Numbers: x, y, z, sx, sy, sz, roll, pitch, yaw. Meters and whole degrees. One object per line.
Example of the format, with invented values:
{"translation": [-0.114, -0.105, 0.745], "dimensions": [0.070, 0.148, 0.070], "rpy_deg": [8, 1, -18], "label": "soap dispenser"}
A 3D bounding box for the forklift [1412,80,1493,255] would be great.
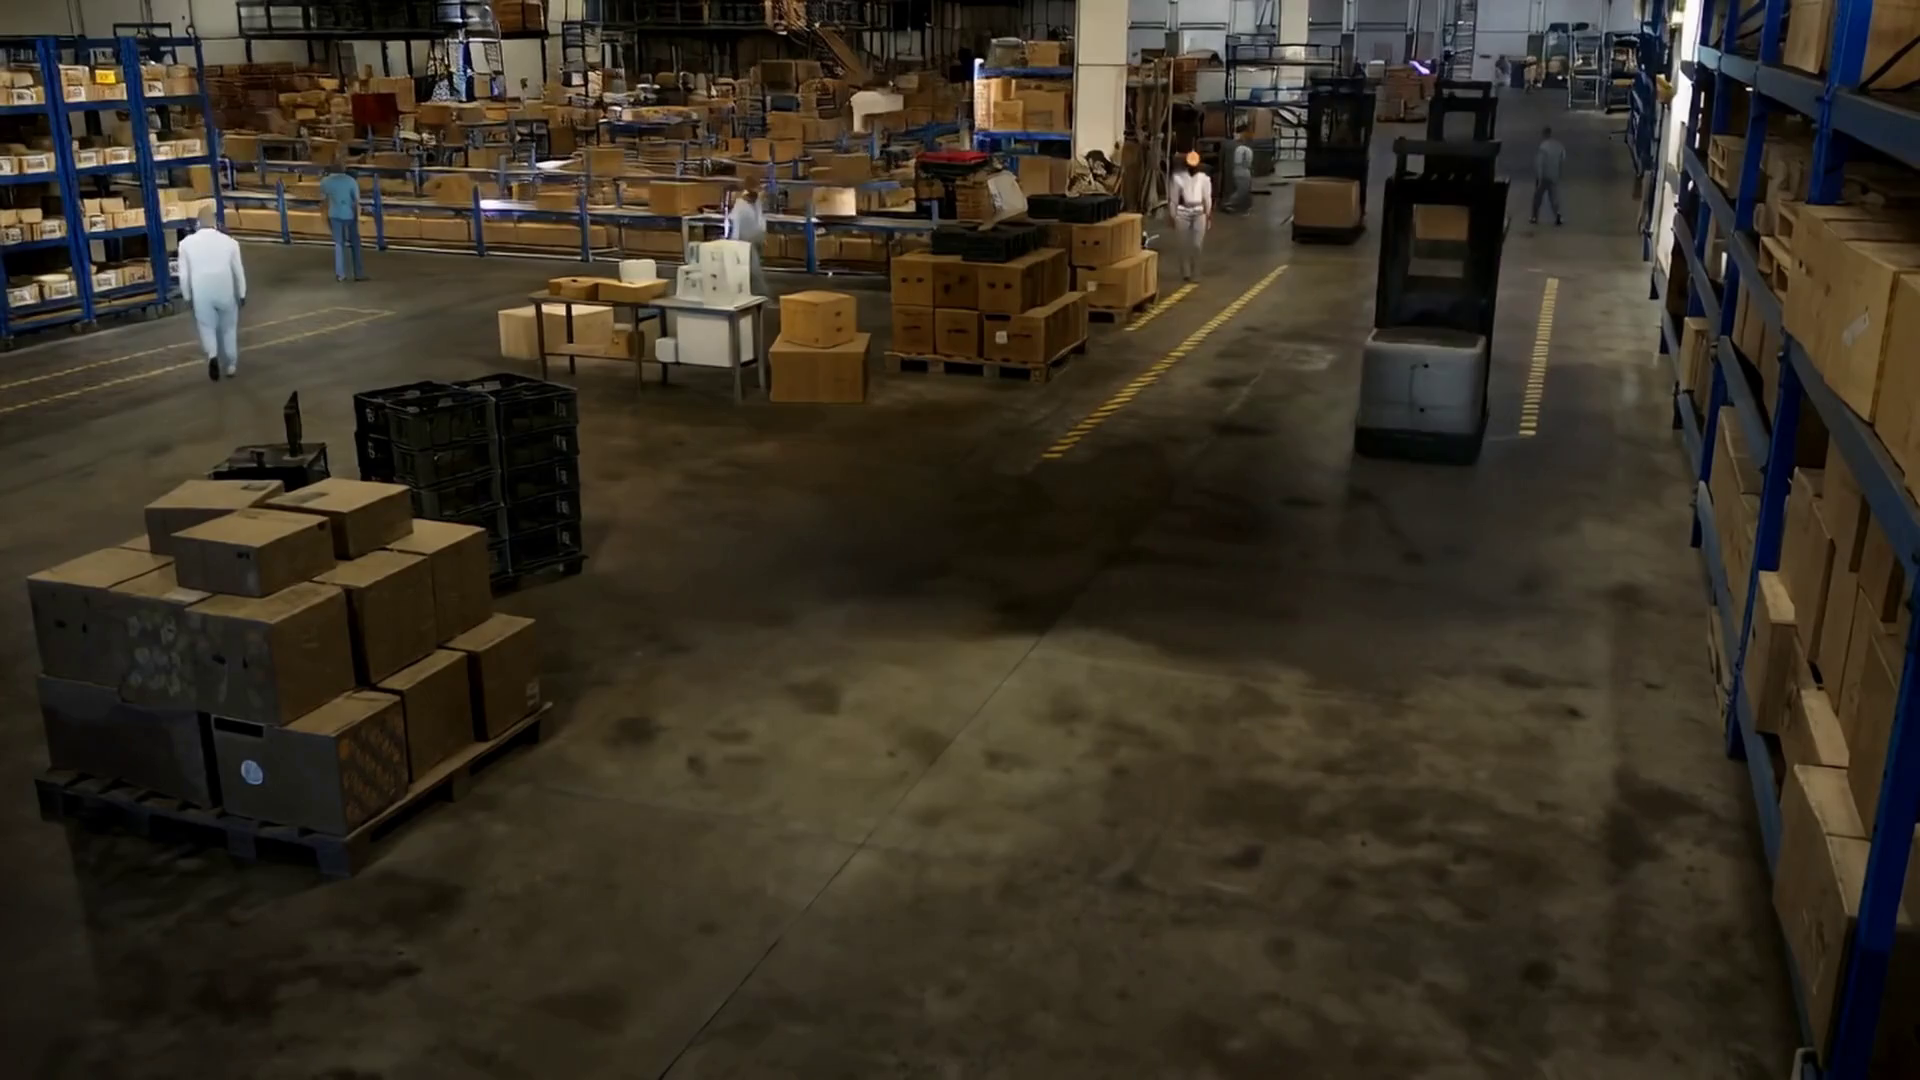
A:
{"translation": [8.304, -6.264, 27.837], "dimensions": [1.129, 2.768, 1.873], "rpy_deg": [6, 19, 19], "label": "forklift"}

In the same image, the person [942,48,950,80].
{"translation": [-0.702, -26.006, 91.392], "dimensions": [0.633, 1.941, 0.465], "rpy_deg": [-4, 18, -12], "label": "person"}

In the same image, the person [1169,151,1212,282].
{"translation": [3.449, -4.820, 24.843], "dimensions": [0.649, 1.922, 0.697], "rpy_deg": [1, 18, 2], "label": "person"}

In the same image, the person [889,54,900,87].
{"translation": [-3.213, -23.185, 82.607], "dimensions": [0.649, 1.888, 0.616], "rpy_deg": [7, 19, 22], "label": "person"}

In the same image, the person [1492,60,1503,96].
{"translation": [23.898, -20.400, 73.963], "dimensions": [0.431, 1.835, 0.624], "rpy_deg": [6, 19, 17], "label": "person"}

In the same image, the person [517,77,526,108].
{"translation": [-14.231, -14.151, 54.290], "dimensions": [0.435, 1.851, 0.506], "rpy_deg": [-9, 20, -26], "label": "person"}

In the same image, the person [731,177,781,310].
{"translation": [-2.885, -4.047, 22.659], "dimensions": [0.957, 1.788, 0.597], "rpy_deg": [8, 19, 24], "label": "person"}

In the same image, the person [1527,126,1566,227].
{"translation": [11.129, -6.873, 31.406], "dimensions": [0.642, 1.864, 0.959], "rpy_deg": [-3, 18, -9], "label": "person"}

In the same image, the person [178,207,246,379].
{"translation": [-8.133, -2.673, 18.160], "dimensions": [0.665, 1.887, 0.650], "rpy_deg": [-7, 19, -21], "label": "person"}

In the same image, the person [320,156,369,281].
{"translation": [-9.227, -4.801, 24.918], "dimensions": [0.570, 1.845, 0.384], "rpy_deg": [-1, 18, -2], "label": "person"}

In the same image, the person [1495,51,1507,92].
{"translation": [27.208, -23.639, 83.909], "dimensions": [0.648, 1.962, 0.828], "rpy_deg": [-7, 19, -20], "label": "person"}

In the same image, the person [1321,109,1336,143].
{"translation": [10.424, -11.772, 47.066], "dimensions": [0.321, 1.695, 0.529], "rpy_deg": [-13, 22, -35], "label": "person"}

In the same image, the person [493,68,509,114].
{"translation": [-18.118, -17.717, 65.633], "dimensions": [0.522, 1.769, 0.318], "rpy_deg": [-4, 18, -12], "label": "person"}

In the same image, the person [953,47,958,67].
{"translation": [-0.163, -26.352, 92.392], "dimensions": [0.614, 1.993, 0.395], "rpy_deg": [10, 20, 29], "label": "person"}

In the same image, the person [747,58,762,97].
{"translation": [-8.822, -19.690, 71.386], "dimensions": [0.884, 2.000, 0.685], "rpy_deg": [11, 21, 31], "label": "person"}

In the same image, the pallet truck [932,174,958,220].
{"translation": [-0.507, -5.292, 27.348], "dimensions": [0.653, 1.274, 1.630], "rpy_deg": [6, 19, 19], "label": "pallet truck"}

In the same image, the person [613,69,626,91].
{"translation": [-12.831, -16.801, 62.649], "dimensions": [0.976, 1.838, 0.593], "rpy_deg": [7, 19, 21], "label": "person"}

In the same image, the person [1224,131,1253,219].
{"translation": [5.485, -7.110, 32.433], "dimensions": [0.455, 1.682, 0.554], "rpy_deg": [-9, 20, -25], "label": "person"}

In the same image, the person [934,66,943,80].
{"translation": [-0.903, -17.229, 63.887], "dimensions": [0.552, 1.898, 0.983], "rpy_deg": [-11, 21, -31], "label": "person"}

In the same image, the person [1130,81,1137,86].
{"translation": [9.403, -25.398, 89.770], "dimensions": [0.532, 1.765, 0.328], "rpy_deg": [0, 18, -1], "label": "person"}

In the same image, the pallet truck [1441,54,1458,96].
{"translation": [22.765, -21.886, 78.355], "dimensions": [0.823, 1.965, 1.885], "rpy_deg": [-4, 18, -14], "label": "pallet truck"}

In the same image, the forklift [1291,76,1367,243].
{"translation": [6.598, -6.755, 29.381], "dimensions": [1.129, 2.768, 1.873], "rpy_deg": [6, 19, 19], "label": "forklift"}

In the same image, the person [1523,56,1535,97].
{"translation": [26.956, -21.946, 78.727], "dimensions": [0.585, 1.882, 0.337], "rpy_deg": [-12, 21, -33], "label": "person"}

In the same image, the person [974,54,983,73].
{"translation": [0.904, -20.987, 75.470], "dimensions": [0.569, 2.029, 0.616], "rpy_deg": [-2, 18, -5], "label": "person"}

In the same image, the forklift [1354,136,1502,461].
{"translation": [4.376, -2.292, 15.356], "dimensions": [1.129, 2.768, 1.873], "rpy_deg": [6, 19, 19], "label": "forklift"}
